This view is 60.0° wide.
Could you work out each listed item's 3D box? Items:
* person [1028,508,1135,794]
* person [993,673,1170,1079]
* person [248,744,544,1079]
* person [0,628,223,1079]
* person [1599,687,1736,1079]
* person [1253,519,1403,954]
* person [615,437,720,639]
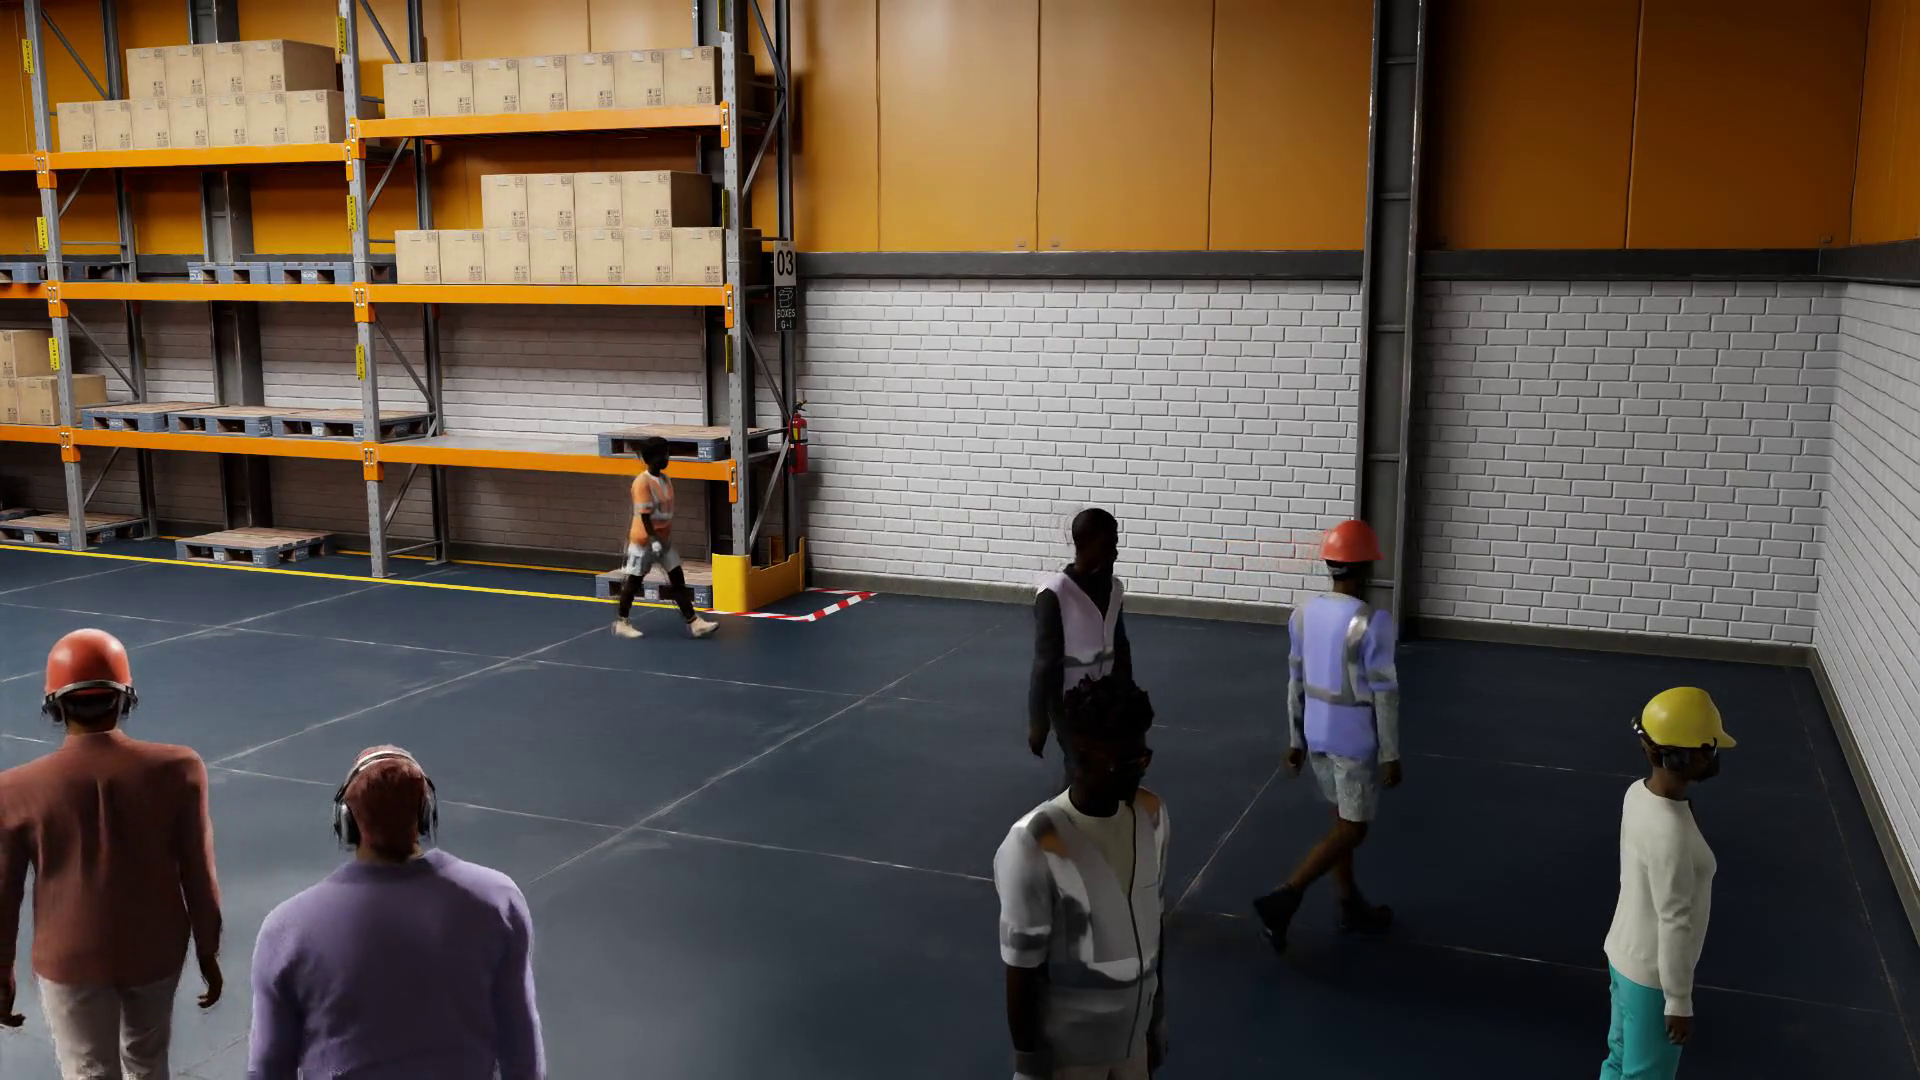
[{"bbox_3d":[0.624,0.796,7.729,0.578,1.897,0.638,7,12,36],"label":"person"},{"bbox_3d":[0.349,1.308,4.470,0.606,1.958,0.375,-9,13,-42],"label":"person"},{"bbox_3d":[-1.388,1.422,4.113,0.664,1.851,1.036,-5,11,-27],"label":"person"},{"bbox_3d":[-2.536,1.233,4.954,0.628,1.954,1.003,-6,11,-34],"label":"person"},{"bbox_3d":[2.128,1.308,5.047,0.316,1.769,0.523,2,10,10],"label":"person"},{"bbox_3d":[1.624,0.867,7.294,0.822,1.919,0.551,-6,11,-30],"label":"person"},{"bbox_3d":[-2.408,-0.003,13.321,0.880,1.647,0.540,4,10,21],"label":"person"}]
